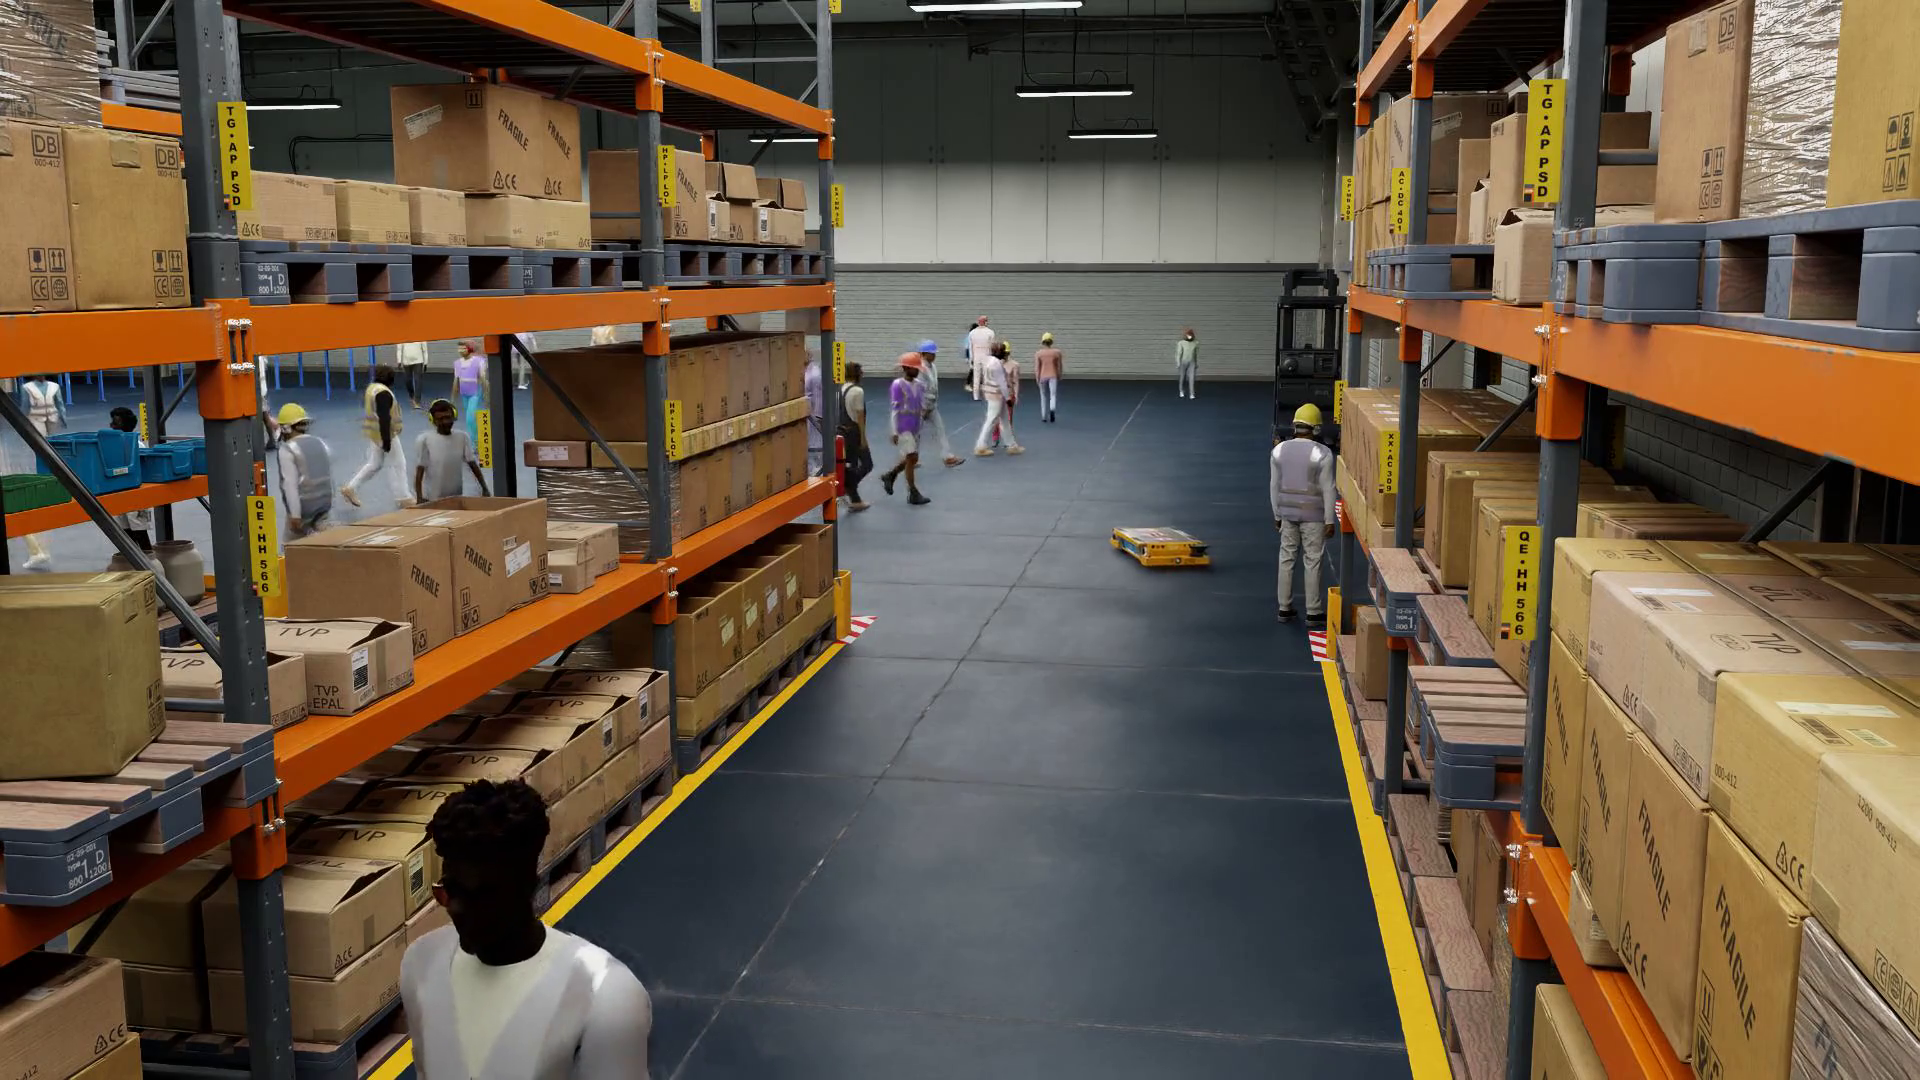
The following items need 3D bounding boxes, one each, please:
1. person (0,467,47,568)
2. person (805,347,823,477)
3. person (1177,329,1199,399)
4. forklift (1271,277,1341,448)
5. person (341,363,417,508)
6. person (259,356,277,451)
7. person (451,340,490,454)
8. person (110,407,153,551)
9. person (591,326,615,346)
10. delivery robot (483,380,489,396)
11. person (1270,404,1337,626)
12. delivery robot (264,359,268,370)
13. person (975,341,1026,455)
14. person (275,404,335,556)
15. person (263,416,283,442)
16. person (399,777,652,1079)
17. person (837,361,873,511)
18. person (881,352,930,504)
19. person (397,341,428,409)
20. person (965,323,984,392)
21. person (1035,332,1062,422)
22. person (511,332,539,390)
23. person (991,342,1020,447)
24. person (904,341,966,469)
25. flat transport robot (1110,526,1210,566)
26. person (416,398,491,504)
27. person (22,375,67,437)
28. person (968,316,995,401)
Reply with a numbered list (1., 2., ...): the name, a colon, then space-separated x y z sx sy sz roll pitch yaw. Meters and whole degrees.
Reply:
1. person: -9.442 -0.490 16.228 0.874 1.586 0.504 -2 9 -11
2. person: -2.181 -1.736 23.005 0.425 1.893 0.651 -8 12 -40
3. person: 5.233 -4.070 38.291 0.510 1.600 0.816 -1 9 -4
4. forklift: 5.847 -3.016 27.970 1.129 2.768 1.873 1 9 9
5. person: -7.189 -1.287 20.531 0.884 1.804 0.630 -6 11 -32
6. person: -11.548 -2.382 26.926 0.921 1.899 0.574 -1 9 -5
7. person: -7.851 -2.255 26.401 0.609 1.810 0.829 5 10 28
8. person: -7.532 -0.358 15.075 0.541 1.698 0.315 6 11 34
9. person: -8.737 -4.608 40.686 0.566 1.888 0.979 2 9 9
10. delivery robot: -10.732 -3.438 37.434 0.477 0.478 0.707 -3 10 -20
11. person: 2.859 -0.213 13.780 0.598 1.829 0.404 8 12 42
12. delivery robot: -20.211 -5.114 47.768 0.707 0.478 0.477 7 12 37
13. person: 0.623 -2.252 26.445 0.831 1.808 0.626 0 9 -2
14. person: -5.685 -0.290 14.424 0.948 1.771 0.607 4 10 21
15. person: -11.823 -2.513 27.843 0.810 1.875 0.669 -3 10 -18
16. person: -0.890 1.412 3.493 0.617 1.922 0.983 3 10 20
17. person: -1.298 -1.256 20.185 0.437 1.834 0.546 -6 11 -34
18. person: -0.709 -1.428 21.020 0.761 1.912 0.556 7 11 35
19. person: -11.651 -3.800 35.441 0.632 1.978 0.608 -2 9 -10
20. person: 0.412 -4.377 39.991 0.888 1.646 0.551 7 12 37
21. person: 1.698 -3.128 32.022 0.516 1.745 0.741 1 9 5
22. person: -10.792 -4.675 41.176 0.700 1.863 1.006 1 9 6
23. person: 0.726 -2.400 27.513 0.528 1.747 0.598 1 9 7
24. person: -0.443 -1.982 24.484 1.013 1.888 0.637 4 10 26
25. flat transport robot: 2.039 0.047 17.101 0.652 0.197 1.431 -1 9 -9
26. person: -4.391 -0.332 14.558 0.840 1.823 0.655 7 12 38
27. person: -13.028 -1.704 23.691 0.853 1.588 0.533 9 13 42
28. person: 0.523 -4.076 37.365 0.638 1.909 0.408 4 10 21
